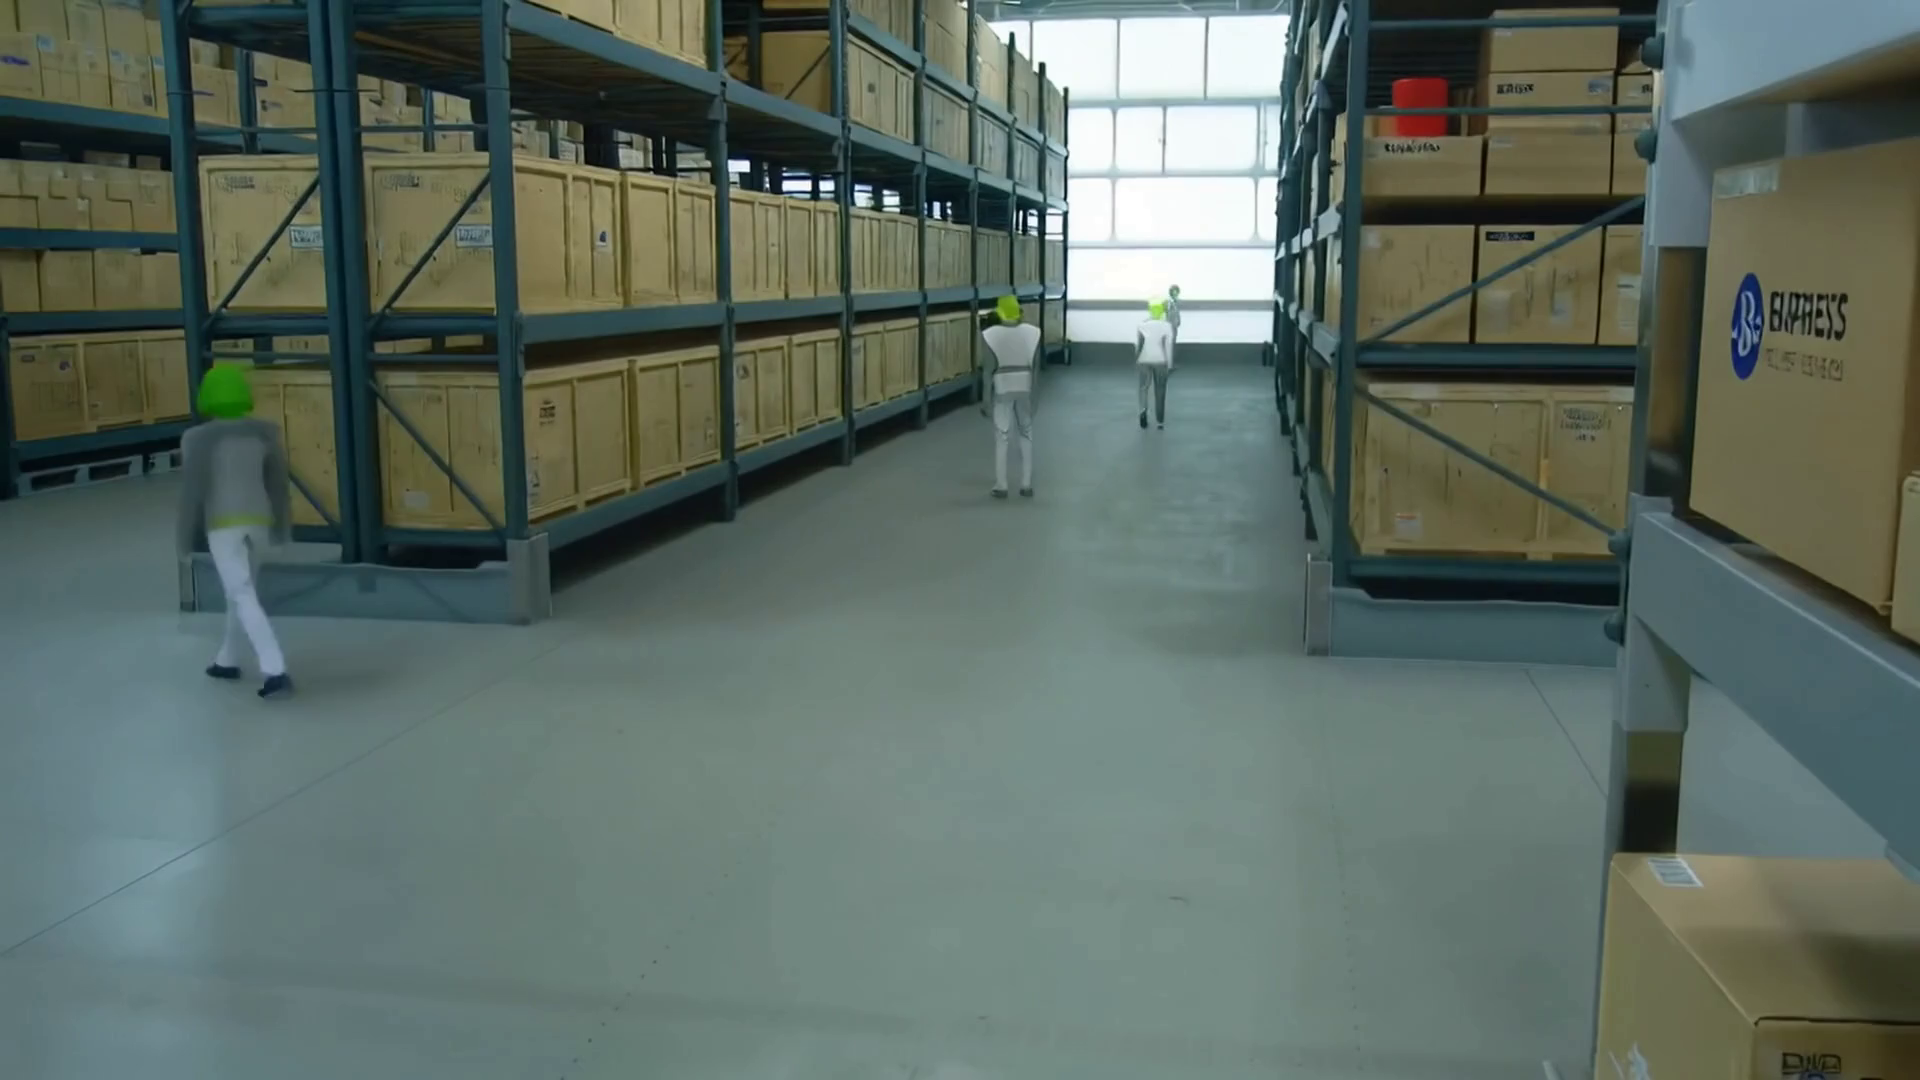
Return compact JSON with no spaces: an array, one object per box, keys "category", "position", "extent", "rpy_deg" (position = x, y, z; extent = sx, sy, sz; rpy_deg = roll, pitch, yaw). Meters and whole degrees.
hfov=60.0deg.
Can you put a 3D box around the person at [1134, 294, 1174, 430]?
[{"category":"person","position":[2.453,-2.245,21.145],"extent":[0.520,1.749,0.652],"rpy_deg":[2,9,12]}]

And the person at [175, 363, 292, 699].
[{"category":"person","position":[-3.458,-0.048,7.971],"extent":[0.839,1.593,0.511],"rpy_deg":[6,11,35]}]

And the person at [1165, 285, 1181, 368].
[{"category":"person","position":[4.529,-4.536,35.314],"extent":[0.342,1.749,0.573],"rpy_deg":[2,9,15]}]

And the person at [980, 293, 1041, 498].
[{"category":"person","position":[0.459,-1.288,14.902],"extent":[0.563,1.838,0.390],"rpy_deg":[-3,10,-19]}]
